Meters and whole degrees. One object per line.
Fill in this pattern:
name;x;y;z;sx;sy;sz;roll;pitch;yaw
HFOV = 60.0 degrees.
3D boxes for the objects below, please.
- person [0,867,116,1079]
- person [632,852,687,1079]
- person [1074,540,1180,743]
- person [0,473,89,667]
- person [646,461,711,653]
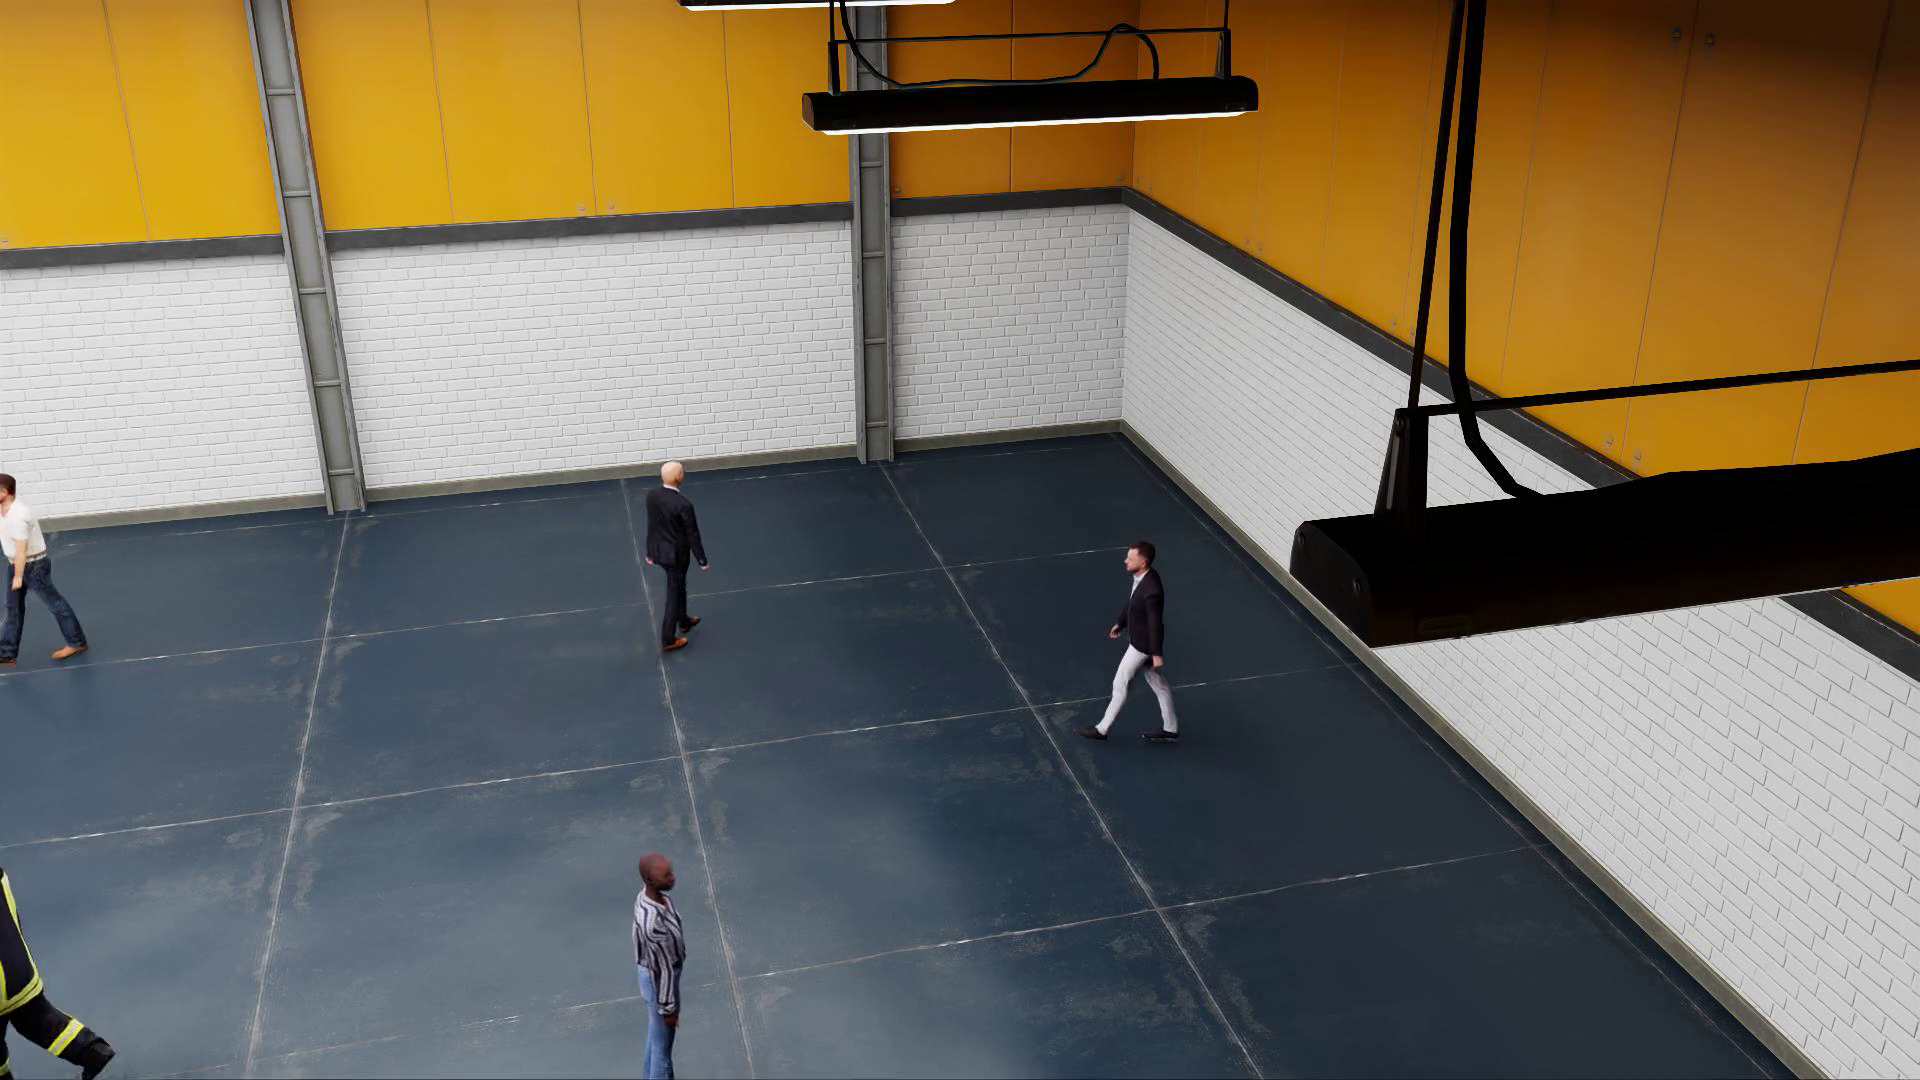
person;-5.515;2.480;9.628;1.237;1.898;0.976;0;24;1
person;-1.717;2.569;9.554;0.538;1.793;0.616;-5;24;-12
person;1.605;0.858;13.458;1.188;1.803;0.928;3;24;7
person;-8.184;0.245;14.839;1.227;1.819;1.022;-21;31;-40
person;-2.661;0.176;15.052;0.976;1.776;1.047;16;28;32
